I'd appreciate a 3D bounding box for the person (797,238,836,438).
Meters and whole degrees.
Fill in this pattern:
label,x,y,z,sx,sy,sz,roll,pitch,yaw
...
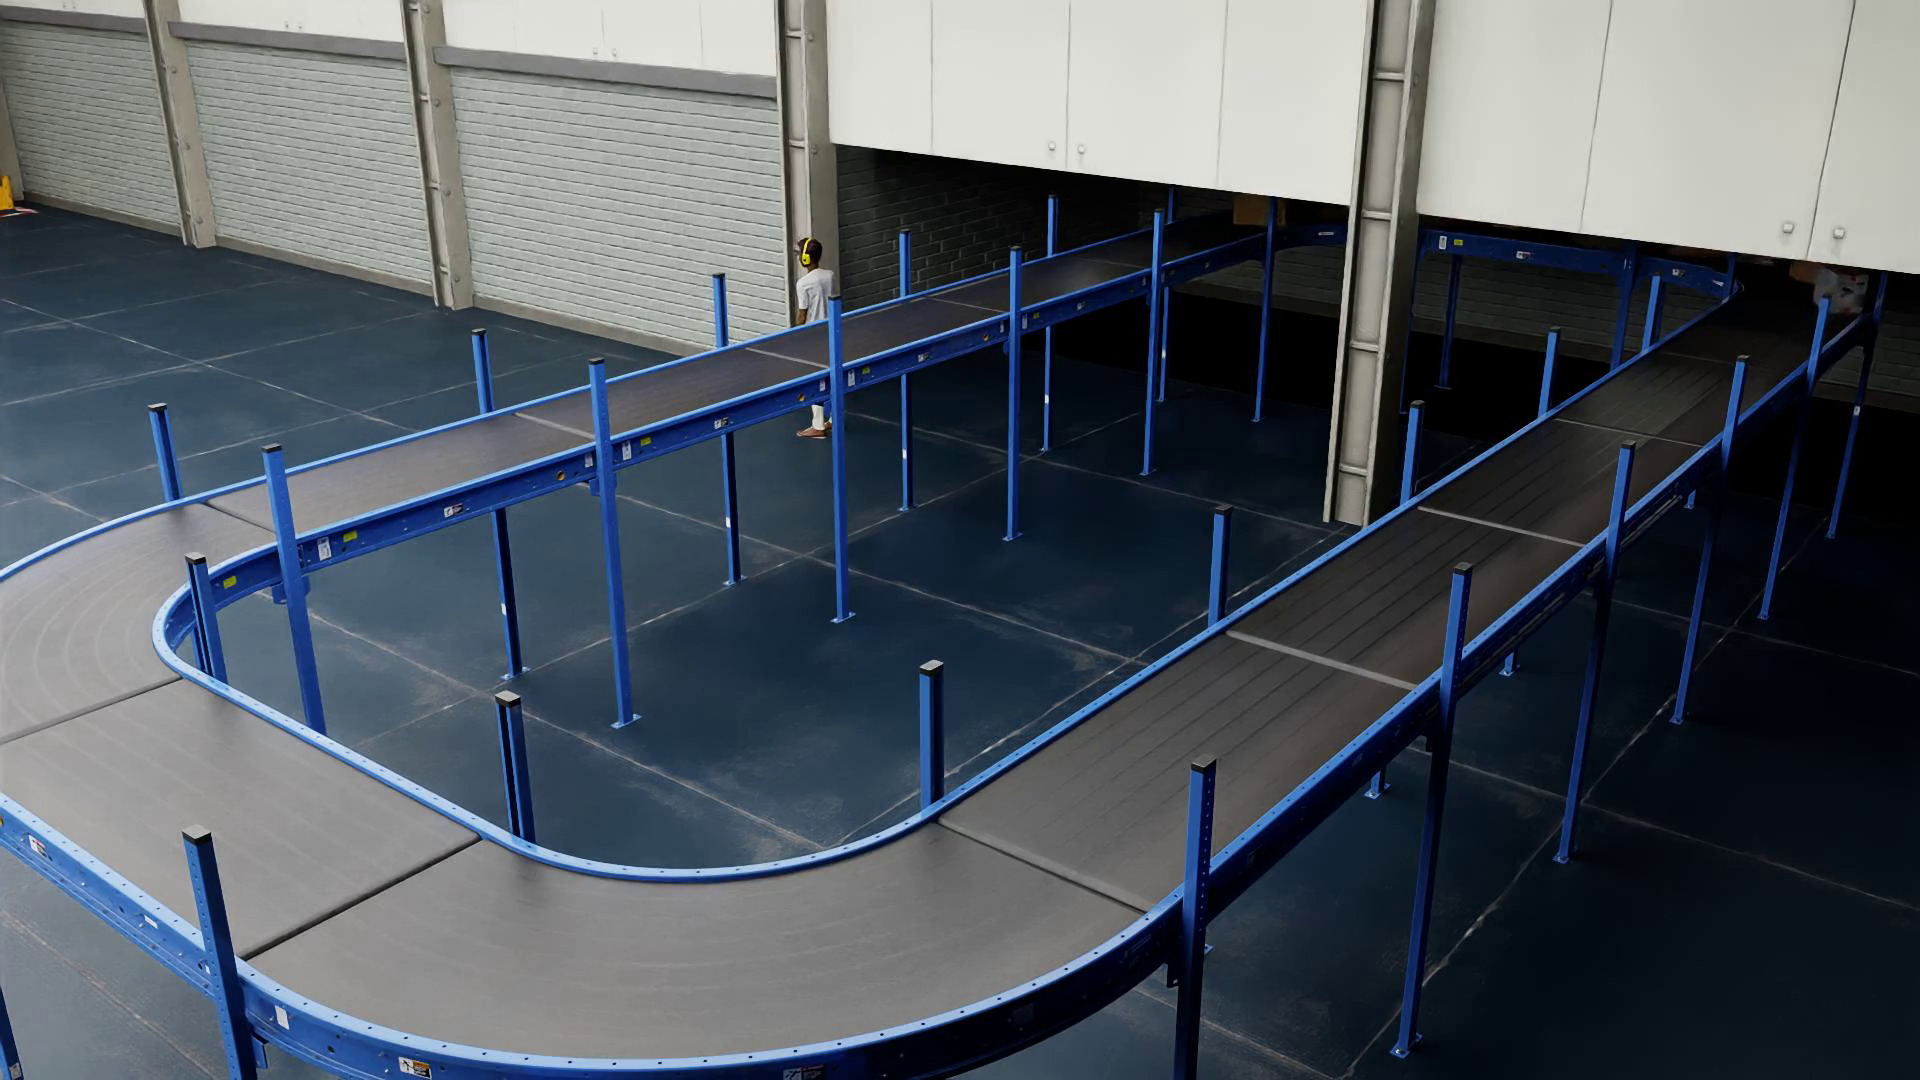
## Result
label,x,y,z,sx,sy,sz,roll,pitch,yaw
person,-1.320,-1.868,15.402,0.331,1.862,0.506,15,26,34
